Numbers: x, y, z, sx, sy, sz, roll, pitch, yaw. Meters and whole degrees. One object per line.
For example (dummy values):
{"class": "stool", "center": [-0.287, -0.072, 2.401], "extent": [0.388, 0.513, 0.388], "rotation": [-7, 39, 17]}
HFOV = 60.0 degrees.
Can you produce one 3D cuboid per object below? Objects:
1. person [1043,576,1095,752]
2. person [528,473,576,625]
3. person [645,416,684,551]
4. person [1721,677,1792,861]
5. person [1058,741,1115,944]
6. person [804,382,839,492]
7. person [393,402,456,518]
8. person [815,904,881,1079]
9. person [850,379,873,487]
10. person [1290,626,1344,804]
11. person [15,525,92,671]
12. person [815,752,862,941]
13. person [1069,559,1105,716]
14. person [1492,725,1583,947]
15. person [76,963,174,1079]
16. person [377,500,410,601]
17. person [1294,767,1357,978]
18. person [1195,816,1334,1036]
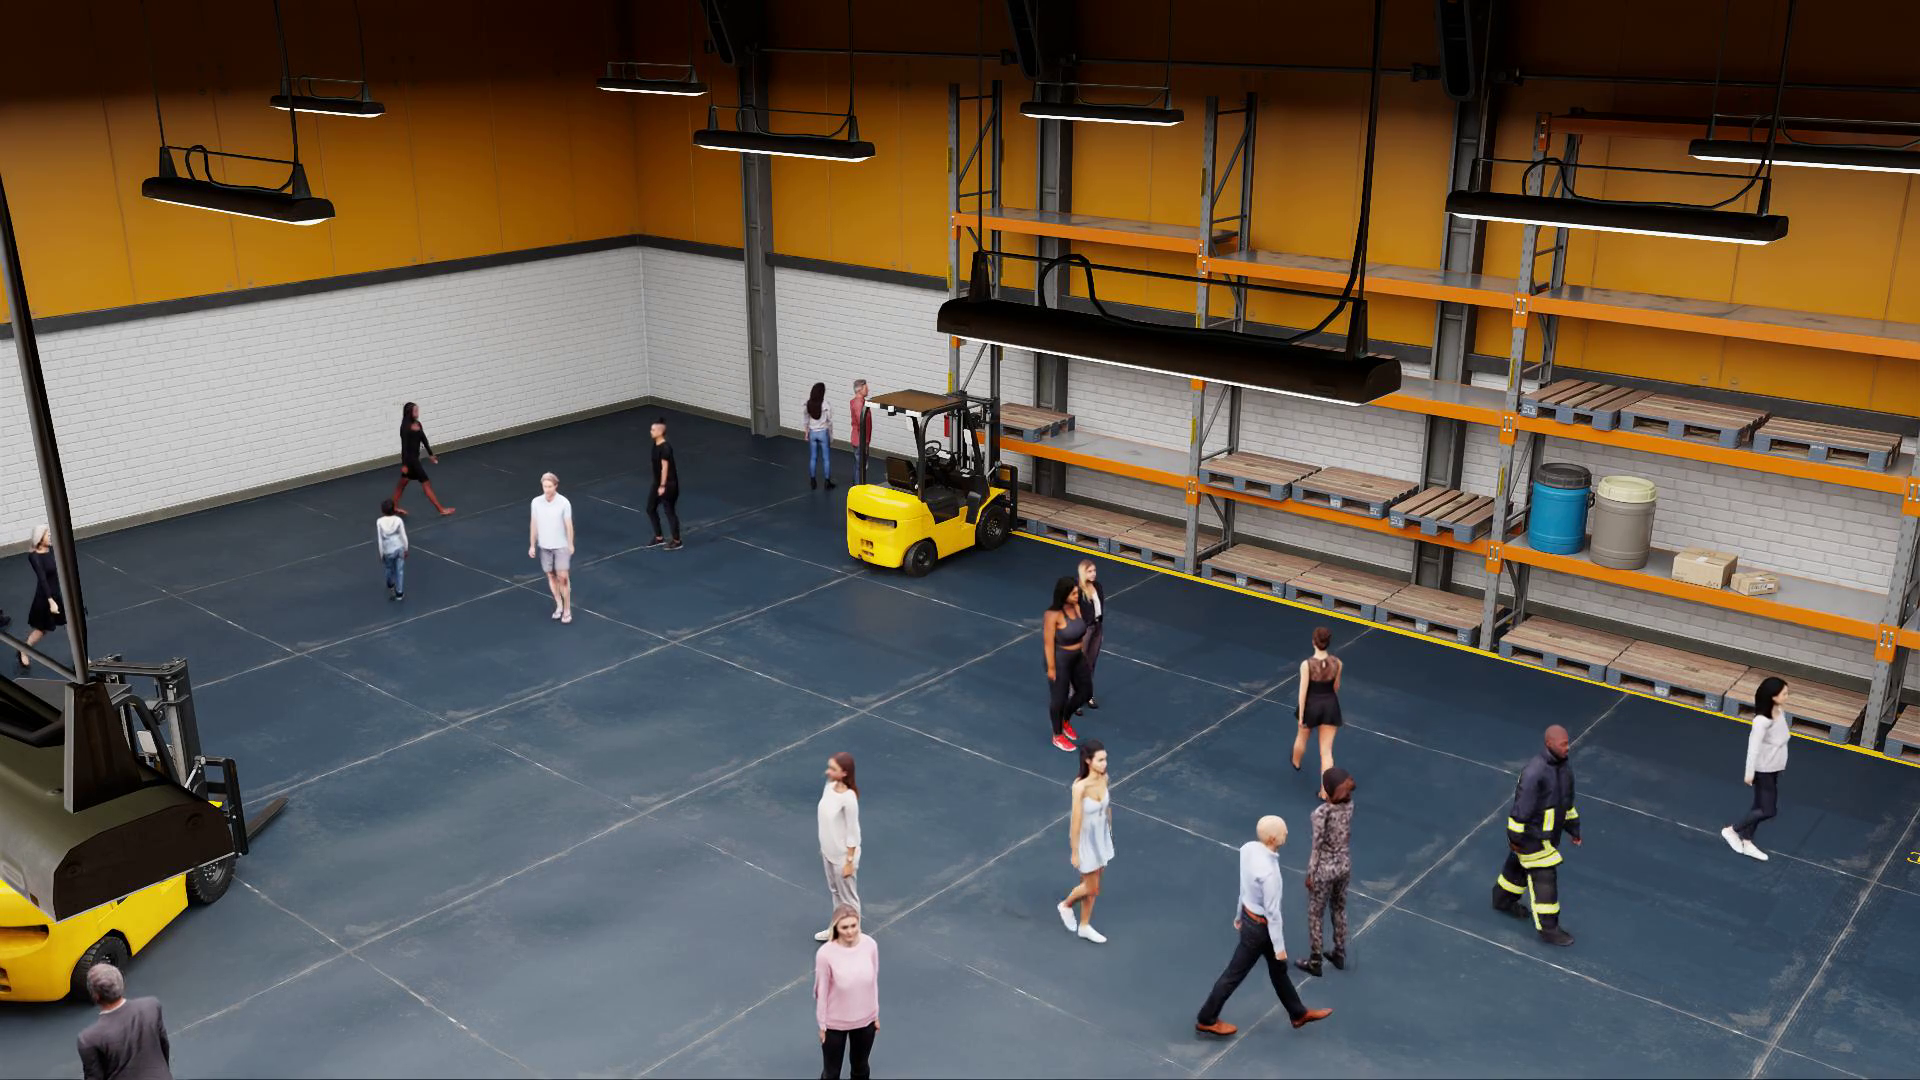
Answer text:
{"class": "person", "center": [0.980, 1.187, 16.496], "extent": [0.667, 1.810, 0.702], "rotation": [17, 25, 41]}
{"class": "person", "center": [-4.819, 0.046, 19.868], "extent": [0.786, 1.819, 0.857], "rotation": [3, 19, 8]}
{"class": "person", "center": [-3.866, -0.756, 22.205], "extent": [0.852, 1.849, 0.766], "rotation": [-11, 22, -30]}
{"class": "person", "center": [6.876, 1.958, 14.392], "extent": [0.617, 1.690, 0.603], "rotation": [16, 24, 38]}
{"class": "person", "center": [0.957, 2.363, 13.141], "extent": [0.672, 1.722, 0.599], "rotation": [15, 24, 38]}
{"class": "person", "center": [-2.120, -1.566, 24.954], "extent": [0.592, 1.628, 0.767], "rotation": [3, 19, 10]}
{"class": "person", "center": [-7.806, -1.082, 23.468], "extent": [1.273, 1.660, 1.114], "rotation": [0, 19, 0]}
{"class": "person", "center": [-0.738, 3.133, 10.907], "extent": [0.678, 1.688, 0.683], "rotation": [-8, 20, -22]}
{"class": "person", "center": [-1.452, -1.459, 24.321], "extent": [0.815, 1.830, 0.729], "rotation": [-3, 19, -9]}
{"class": "person", "center": [3.361, 1.646, 15.429], "extent": [1.108, 1.621, 1.120], "rotation": [-1, 19, -2]}
{"class": "person", "center": [-9.972, 0.689, 18.127], "extent": [1.190, 1.712, 1.022], "rotation": [1, 19, 4]}
{"class": "person", "center": [-0.933, 2.424, 13.018], "extent": [0.717, 1.685, 0.575], "rotation": [-11, 22, -30]}
{"class": "person", "center": [1.308, 0.993, 17.289], "extent": [0.619, 1.671, 0.554], "rotation": [-17, 25, -41]}
{"class": "person", "center": [4.536, 2.265, 13.331], "extent": [0.803, 1.786, 1.082], "rotation": [-17, 25, -42]}
{"class": "person", "center": [-4.894, 3.390, 9.961], "extent": [1.052, 1.805, 0.748], "rotation": [17, 25, 41]}
{"class": "person", "center": [-6.996, 0.140, 20.508], "extent": [0.746, 1.234, 0.873], "rotation": [-6, 20, -18]}
{"class": "person", "center": [2.818, 2.516, 12.699], "extent": [0.639, 1.714, 0.639], "rotation": [-12, 22, -32]}
{"class": "person", "center": [2.047, 2.795, 11.833], "extent": [1.284, 1.739, 1.201], "rotation": [-1, 19, -3]}
